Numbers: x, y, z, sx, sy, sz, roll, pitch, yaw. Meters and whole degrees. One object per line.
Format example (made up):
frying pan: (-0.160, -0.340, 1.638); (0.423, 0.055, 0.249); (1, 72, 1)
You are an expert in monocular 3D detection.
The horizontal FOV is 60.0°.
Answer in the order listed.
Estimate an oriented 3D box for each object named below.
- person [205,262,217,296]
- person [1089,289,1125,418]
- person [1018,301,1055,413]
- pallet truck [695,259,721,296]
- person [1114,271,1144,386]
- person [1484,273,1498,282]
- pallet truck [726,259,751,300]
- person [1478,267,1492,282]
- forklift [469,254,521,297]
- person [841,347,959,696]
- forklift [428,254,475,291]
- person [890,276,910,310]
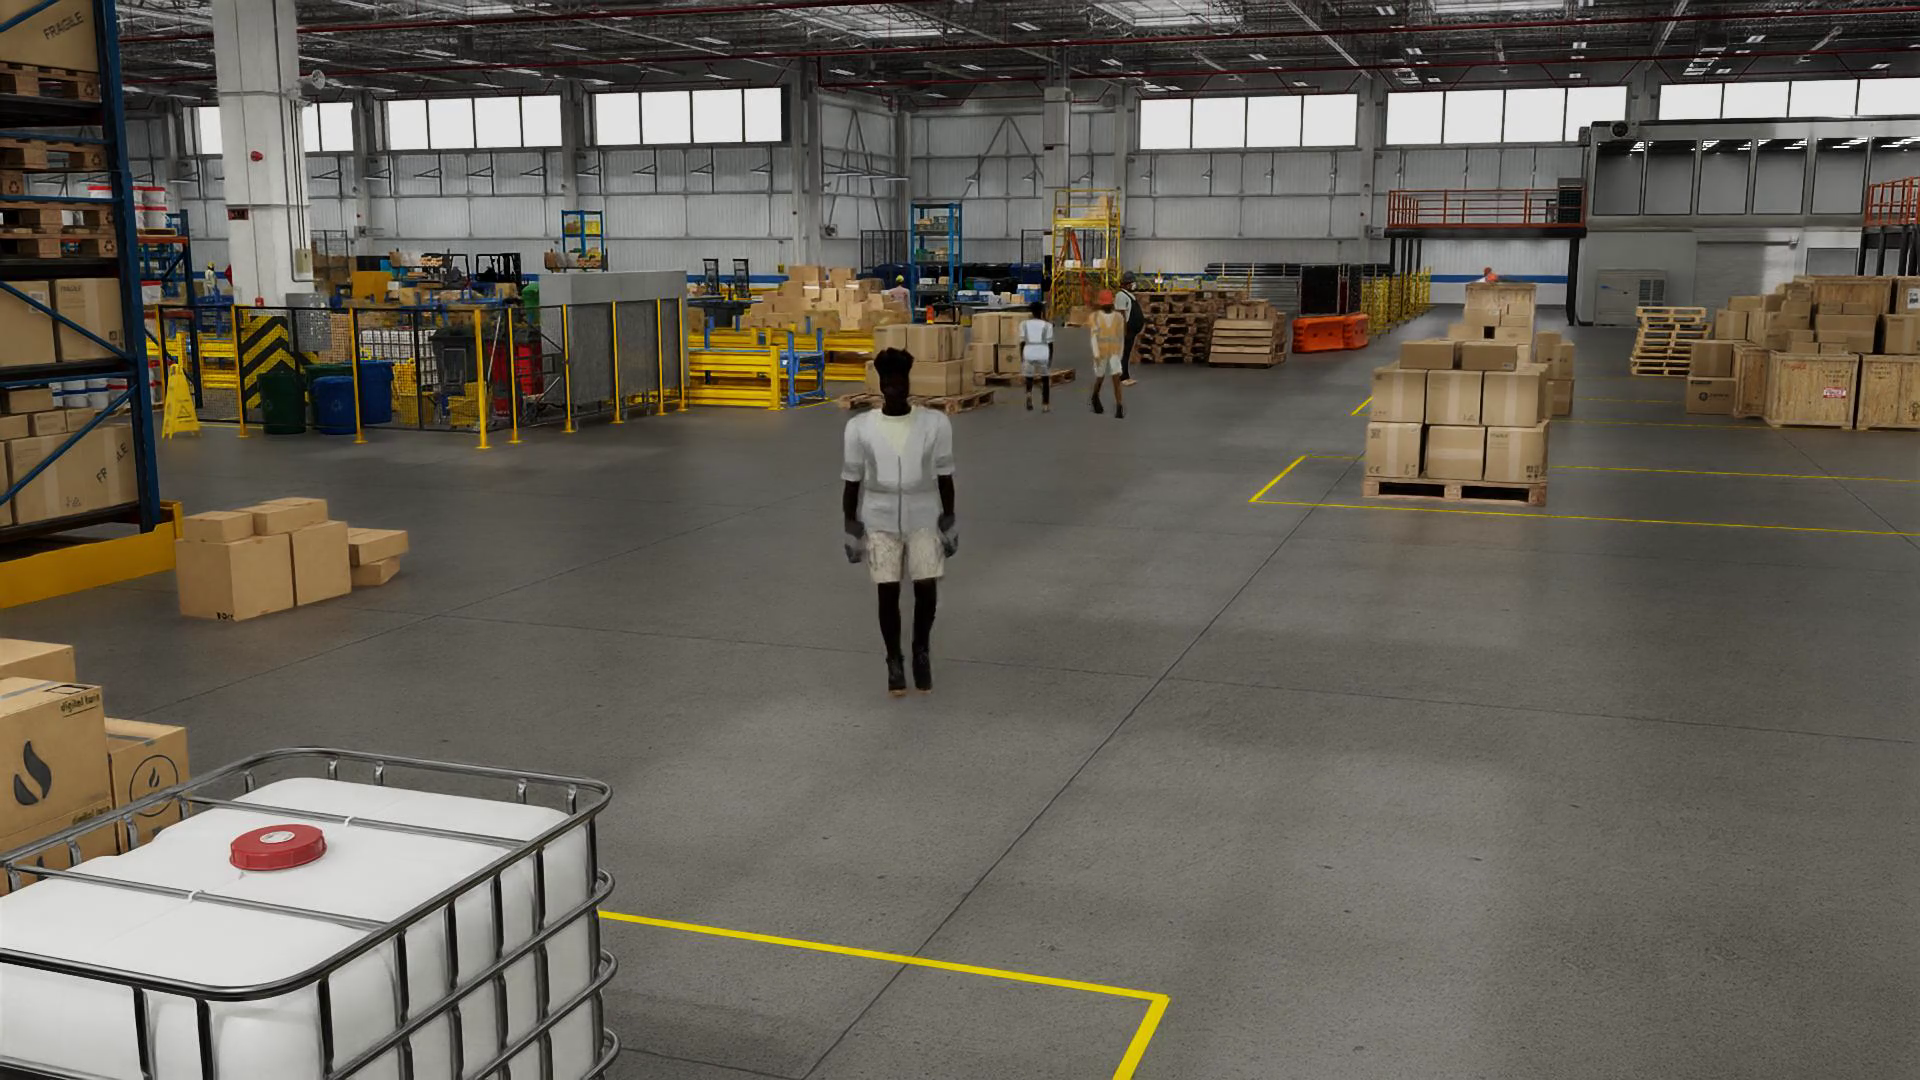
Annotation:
person: (-29.397, -9.991, 65.330); (0.586, 1.824, 0.404); (9, 13, 41)
person: (2.131, -2.739, 24.344); (0.545, 1.886, 0.852); (-1, 10, -6)
person: (1.126, -2.721, 24.780); (0.571, 1.669, 0.526); (2, 10, 11)
pallet truck: (-9.165, -9.627, 62.776); (0.823, 1.965, 1.885); (4, 11, 23)
person: (3.009, -3.766, 29.646); (0.536, 2.000, 0.674); (3, 11, 18)
person: (9.711, -3.872, 30.380); (0.625, 2.000, 1.042); (-2, 10, -9)
pallet truck: (-7.986, -9.493, 62.019); (0.823, 1.965, 1.885); (3, 11, 17)
person: (15.073, -6.869, 47.587); (0.612, 1.870, 0.472); (7, 12, 34)
forklift: (-17.990, -10.121, 64.684); (1.157, 1.987, 2.680); (3, 11, 17)
person: (-0.328, -0.084, 9.155); (0.650, 1.948, 0.475); (0, 10, -1)
forklift: (-20.133, -10.254, 65.465); (1.157, 1.987, 2.680); (3, 11, 19)
person: (-1.522, -5.777, 41.889); (0.532, 1.727, 0.907); (-1, 10, -5)
